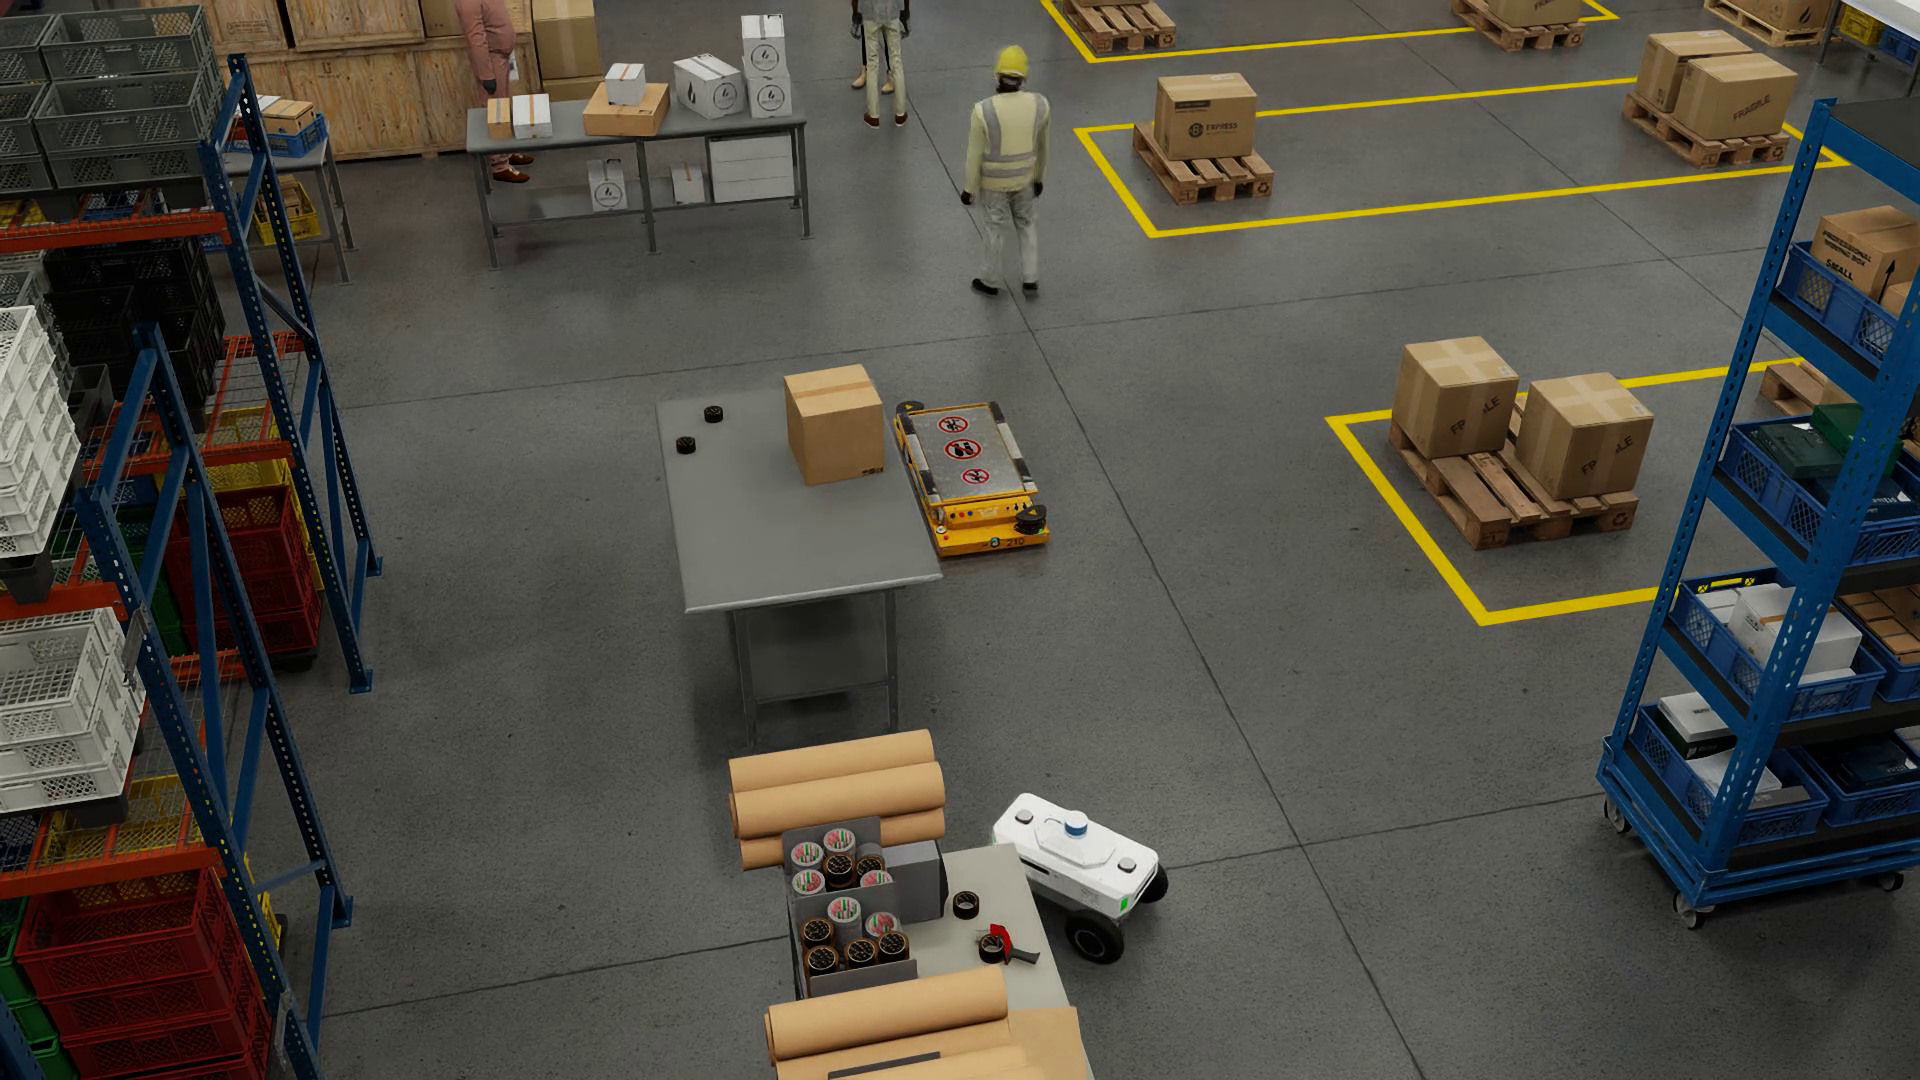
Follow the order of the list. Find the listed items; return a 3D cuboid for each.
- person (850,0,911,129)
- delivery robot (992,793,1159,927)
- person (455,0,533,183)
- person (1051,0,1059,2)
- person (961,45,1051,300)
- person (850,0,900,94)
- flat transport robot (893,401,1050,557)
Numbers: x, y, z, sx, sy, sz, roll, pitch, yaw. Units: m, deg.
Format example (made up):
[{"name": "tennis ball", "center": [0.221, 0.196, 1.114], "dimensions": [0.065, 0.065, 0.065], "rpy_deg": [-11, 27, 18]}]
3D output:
[{"name": "person", "center": [-0.678, -4.445, 14.175], "dimensions": [0.521, 1.870, 0.319], "rpy_deg": [-5, 37, -7]}, {"name": "delivery robot", "center": [0.499, 1.397, 7.335], "dimensions": [0.707, 0.478, 0.477], "rpy_deg": [21, 41, 25]}, {"name": "person", "center": [-3.735, -3.838, 13.329], "dimensions": [0.408, 1.906, 0.652], "rpy_deg": [-3, 37, -4]}, {"name": "person", "center": [1.155, -6.436, 16.823], "dimensions": [0.591, 1.913, 0.400], "rpy_deg": [0, 37, 0]}, {"name": "person", "center": [0.327, -2.537, 11.668], "dimensions": [0.645, 1.815, 0.444], "rpy_deg": [-14, 39, -17]}, {"name": "person", "center": [-0.752, -4.847, 14.856], "dimensions": [0.535, 1.699, 0.322], "rpy_deg": [18, 40, 23]}, {"name": "flat transport robot", "center": [0.046, -0.430, 10.108], "dimensions": [0.652, 0.197, 1.431], "rpy_deg": [-8, 37, -10]}]
